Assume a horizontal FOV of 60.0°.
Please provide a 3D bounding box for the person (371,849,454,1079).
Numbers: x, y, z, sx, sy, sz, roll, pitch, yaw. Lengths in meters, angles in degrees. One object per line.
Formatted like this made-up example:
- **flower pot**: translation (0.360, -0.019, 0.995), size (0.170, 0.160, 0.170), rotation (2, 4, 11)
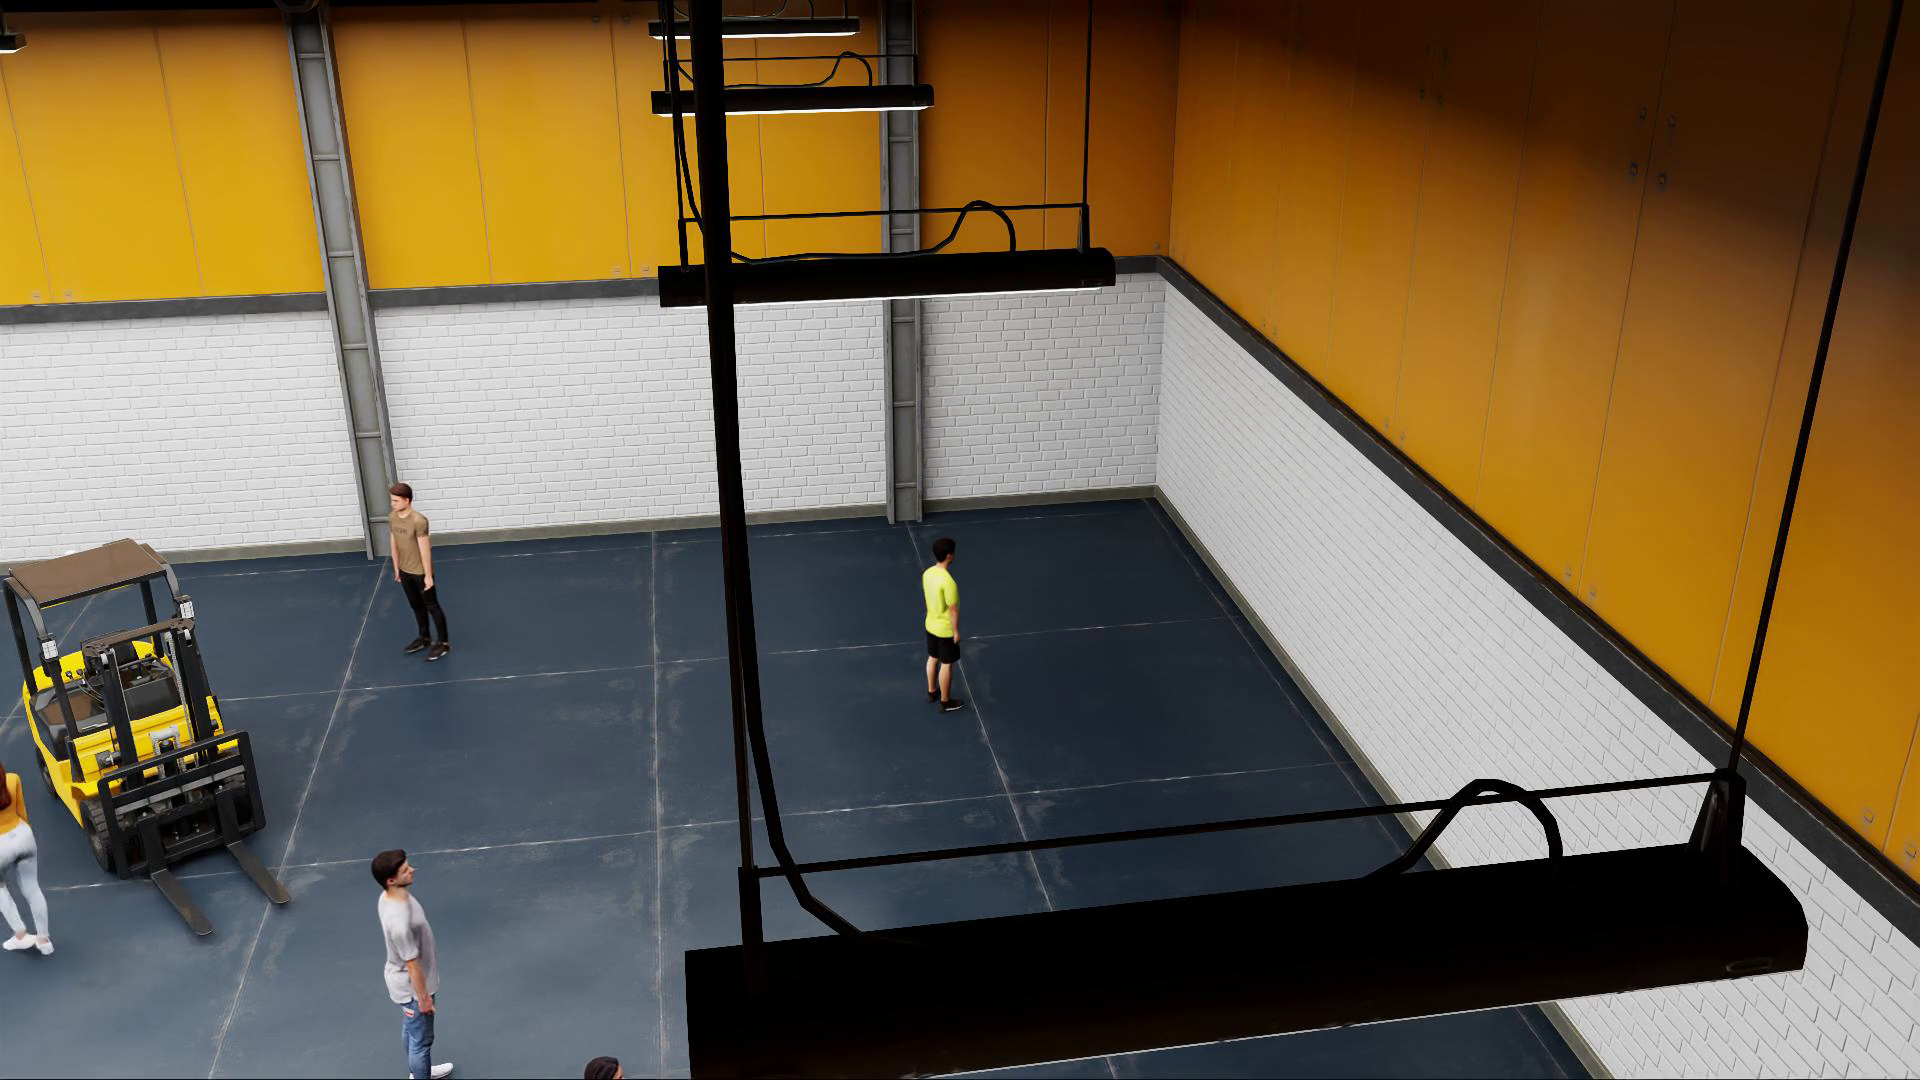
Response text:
- **person**: translation (-3.526, 2.803, 10.694), size (0.662, 1.890, 0.726), rotation (-11, 26, -23)

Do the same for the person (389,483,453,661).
- **person**: translation (-5.376, 0.289, 16.497), size (0.722, 1.848, 0.798), rotation (13, 27, 28)

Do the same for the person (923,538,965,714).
- **person**: translation (-0.169, 0.787, 15.531), size (0.674, 1.709, 0.696), rotation (-15, 28, -31)

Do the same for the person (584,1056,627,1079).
- **person**: translation (-1.872, 3.552, 9.077), size (0.531, 1.812, 0.631), rotation (-3, 24, -6)

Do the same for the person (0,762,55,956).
- **person**: translation (-6.833, 2.283, 12.075), size (0.777, 1.737, 0.725), rotation (14, 27, 29)
